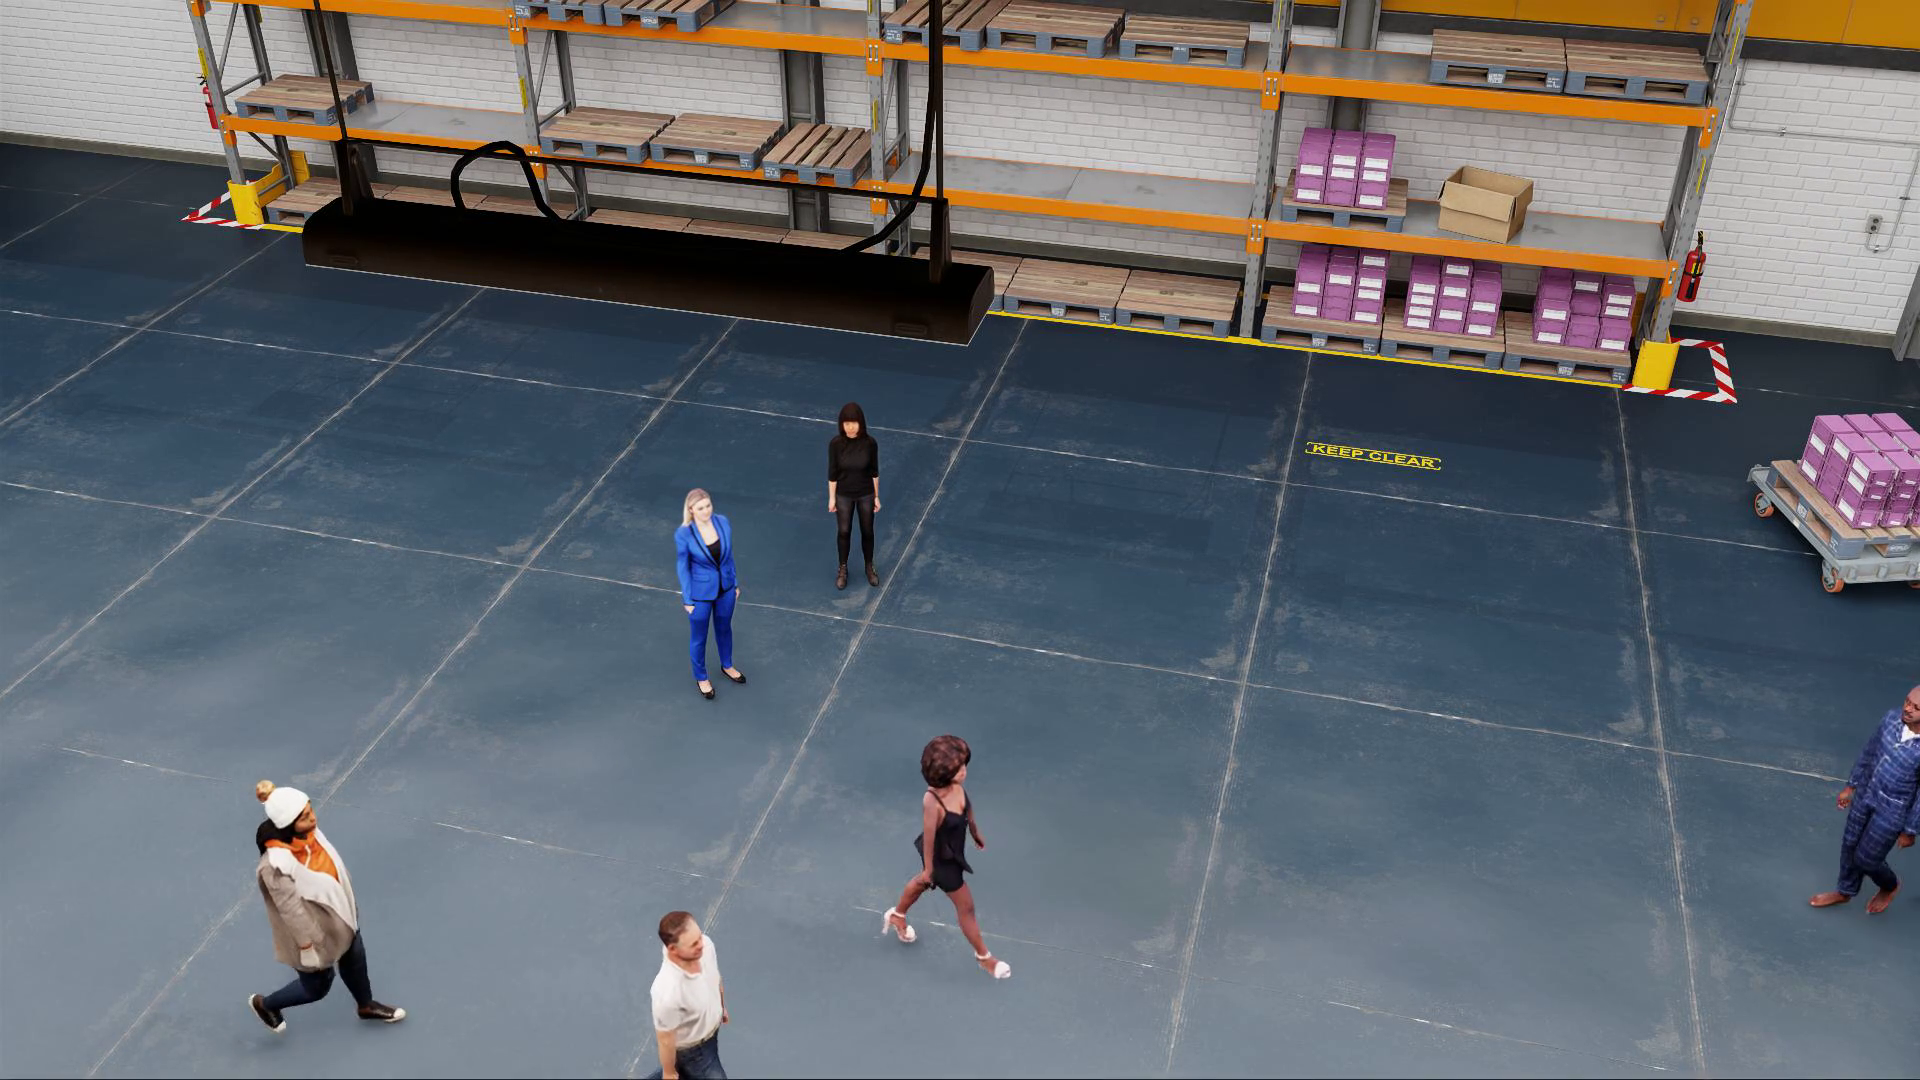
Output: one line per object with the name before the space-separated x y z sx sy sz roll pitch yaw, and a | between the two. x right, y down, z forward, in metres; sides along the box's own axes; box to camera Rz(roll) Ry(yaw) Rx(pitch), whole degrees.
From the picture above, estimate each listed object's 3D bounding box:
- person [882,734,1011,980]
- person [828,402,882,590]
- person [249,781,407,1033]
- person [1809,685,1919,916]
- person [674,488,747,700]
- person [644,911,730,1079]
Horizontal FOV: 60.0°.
person | -0.177 1.853 9.881 1.085 1.741 0.612 11 35 16
person | -0.845 -0.372 13.318 0.559 1.642 0.695 -4 34 -6
person | -3.731 2.119 9.366 1.110 1.867 0.827 1 34 1
person | 5.754 1.584 10.222 0.891 1.810 0.830 -8 34 -12
person | -1.840 0.364 12.157 0.706 1.701 0.733 -25 41 -33
person | -1.484 2.584 8.708 1.213 1.821 0.734 11 35 16
